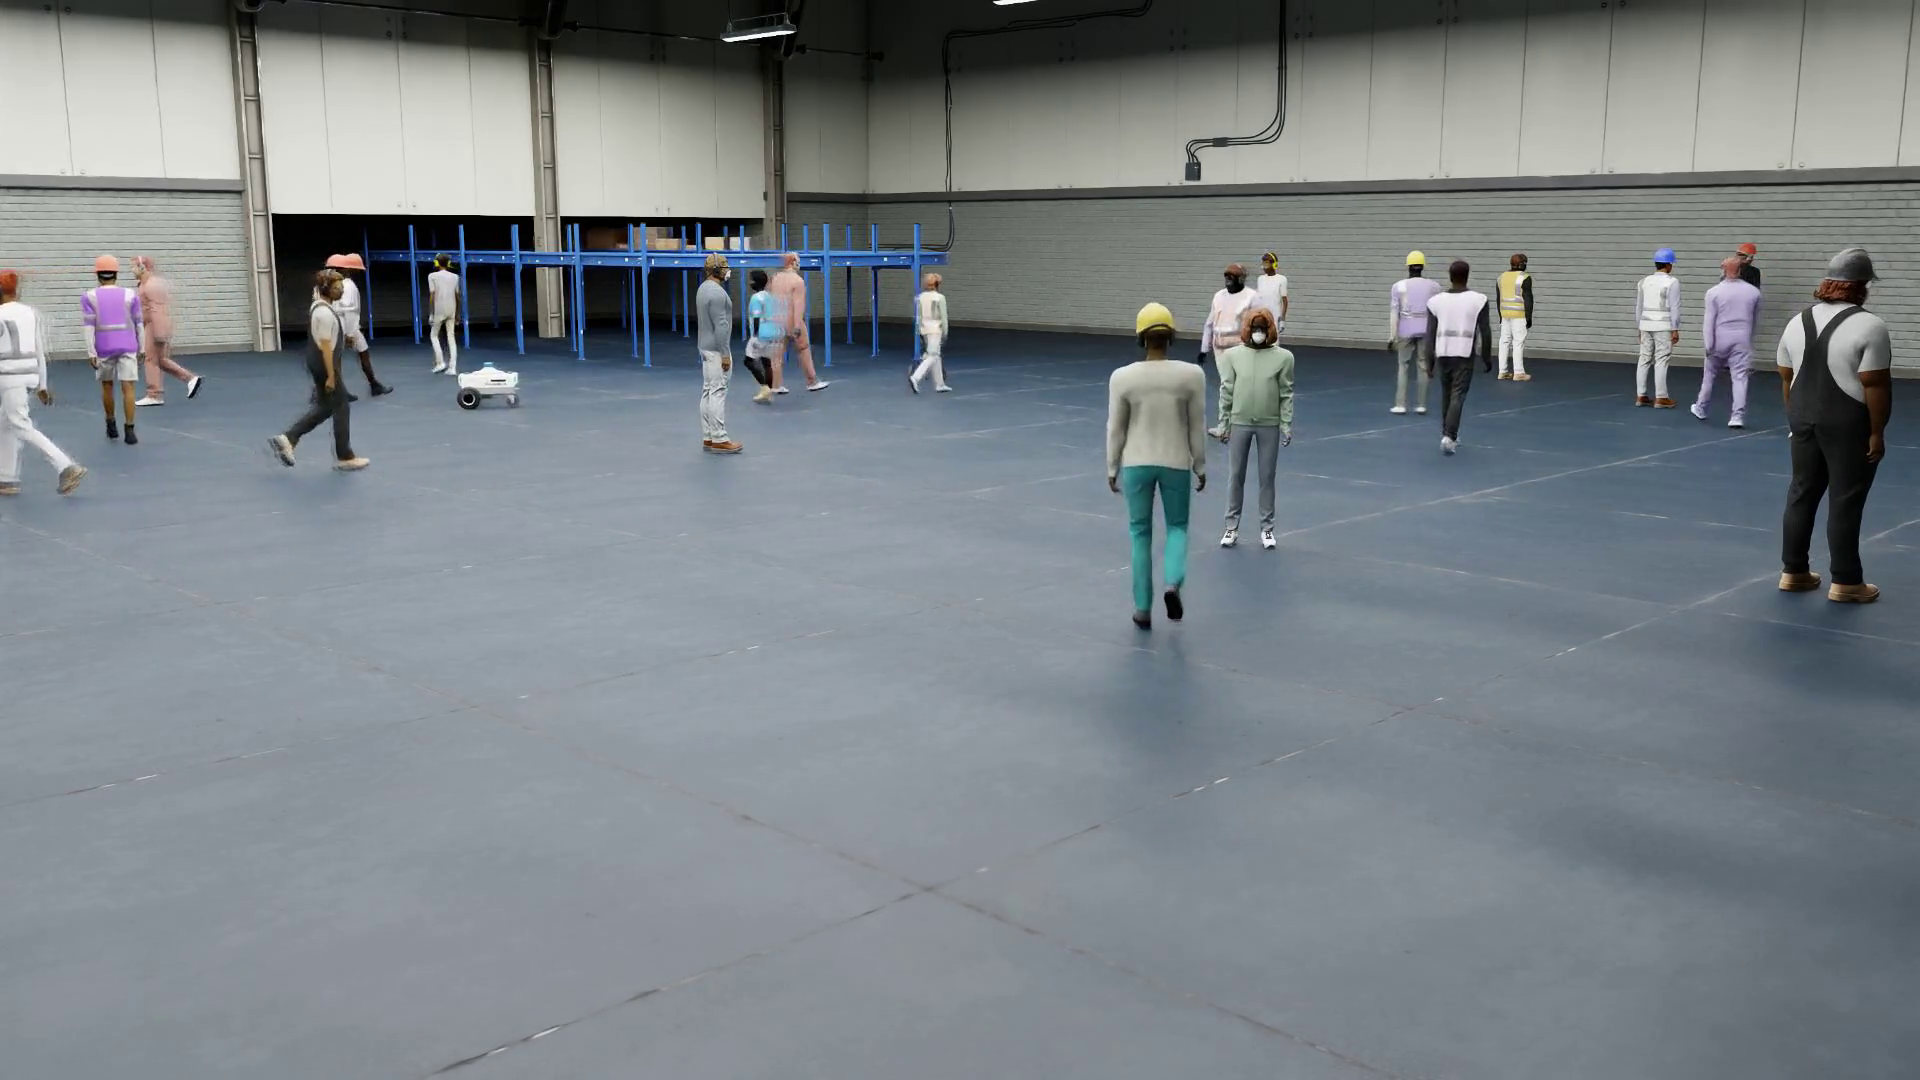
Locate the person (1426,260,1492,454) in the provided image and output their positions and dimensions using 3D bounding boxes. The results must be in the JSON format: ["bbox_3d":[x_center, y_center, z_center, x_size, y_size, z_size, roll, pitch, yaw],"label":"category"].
[{"bbox_3d":[4.885,-1.813,16.387,0.595,1.877,0.990,6,12,31],"label":"person"}]

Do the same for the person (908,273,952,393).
[{"bbox_3d":[-0.405,-2.775,22.336,0.739,1.609,0.522,-8,13,-38],"label":"person"}]

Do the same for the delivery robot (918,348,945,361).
[{"bbox_3d":[-0.432,-2.741,24.183,0.335,0.223,0.698,3,11,14],"label":"delivery robot"}]

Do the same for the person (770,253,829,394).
[{"bbox_3d":[-2.203,-2.914,22.373,0.659,1.864,0.930,9,14,41],"label":"person"}]

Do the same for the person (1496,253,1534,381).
[{"bbox_3d":[8.171,-3.277,24.445,0.429,1.844,0.626,-6,12,-29],"label":"person"}]

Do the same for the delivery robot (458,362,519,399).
[{"bbox_3d":[-5.838,-1.957,20.606,0.707,0.478,0.477,-2,10,-12],"label":"delivery robot"}]

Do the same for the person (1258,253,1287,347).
[{"bbox_3d":[4.364,-3.098,23.425,0.336,1.859,0.512,-10,14,-43],"label":"person"}]

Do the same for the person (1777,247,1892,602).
[{"bbox_3d":[5.174,-0.665,9.769,0.538,2.000,0.683,-4,11,-23],"label":"person"}]

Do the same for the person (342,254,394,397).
[{"bbox_3d":[-7.981,-2.792,21.725,1.014,1.875,0.540,-10,14,-42],"label":"person"}]

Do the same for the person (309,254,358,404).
[{"bbox_3d":[-7.946,-2.642,20.930,0.564,1.884,0.846,6,12,28],"label":"person"}]

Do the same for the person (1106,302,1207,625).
[{"bbox_3d":[1.058,-0.400,8.993,0.544,1.750,0.399,1,10,3],"label":"person"}]

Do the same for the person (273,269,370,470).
[{"bbox_3d":[-5.752,-1.514,14.899,0.747,1.818,0.541,-7,12,-32],"label":"person"}]

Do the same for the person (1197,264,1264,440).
[{"bbox_3d":[2.777,-1.951,17.312,0.644,1.831,0.635,-8,13,-38],"label":"person"}]

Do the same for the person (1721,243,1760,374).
[{"bbox_3d":[12.019,-3.565,25.590,0.393,1.995,0.612,-6,12,-28],"label":"person"}]

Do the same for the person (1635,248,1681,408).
[{"bbox_3d":[8.633,-2.619,20.558,0.392,1.949,0.602,-5,12,-27],"label":"person"}]

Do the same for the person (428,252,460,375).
[{"bbox_3d":[-7.865,-3.437,25.281,0.573,1.846,0.583,-9,14,-42],"label":"person"}]

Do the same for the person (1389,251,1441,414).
[{"bbox_3d":[5.391,-2.460,19.759,0.594,1.925,0.378,0,10,-1],"label":"person"}]

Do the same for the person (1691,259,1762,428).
[{"bbox_3d":[8.559,-2.201,18.569,0.635,1.843,1.023,1,10,4],"label":"person"}]

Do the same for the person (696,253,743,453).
[{"bbox_3d":[-2.382,-1.835,16.315,0.372,1.940,0.631,-5,11,-24],"label":"person"}]

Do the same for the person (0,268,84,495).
[{"bbox_3d":[-7.634,-1.284,13.559,0.908,1.853,0.576,0,10,1],"label":"person"}]

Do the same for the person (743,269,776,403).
[{"bbox_3d":[-2.515,-2.555,20.916,0.373,1.683,0.557,3,11,15],"label":"person"}]

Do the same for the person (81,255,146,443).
[{"bbox_3d":[-8.740,-1.977,17.212,0.564,1.893,0.930,-5,12,-27],"label":"person"}]

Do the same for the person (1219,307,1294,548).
[{"bbox_3d":[2.010,-0.767,11.325,0.498,1.632,0.285,2,11,11],"label":"person"}]

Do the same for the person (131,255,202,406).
[{"bbox_3d":[-10.019,-2.638,20.878,0.717,1.874,0.676,-5,11,-24],"label":"person"}]
